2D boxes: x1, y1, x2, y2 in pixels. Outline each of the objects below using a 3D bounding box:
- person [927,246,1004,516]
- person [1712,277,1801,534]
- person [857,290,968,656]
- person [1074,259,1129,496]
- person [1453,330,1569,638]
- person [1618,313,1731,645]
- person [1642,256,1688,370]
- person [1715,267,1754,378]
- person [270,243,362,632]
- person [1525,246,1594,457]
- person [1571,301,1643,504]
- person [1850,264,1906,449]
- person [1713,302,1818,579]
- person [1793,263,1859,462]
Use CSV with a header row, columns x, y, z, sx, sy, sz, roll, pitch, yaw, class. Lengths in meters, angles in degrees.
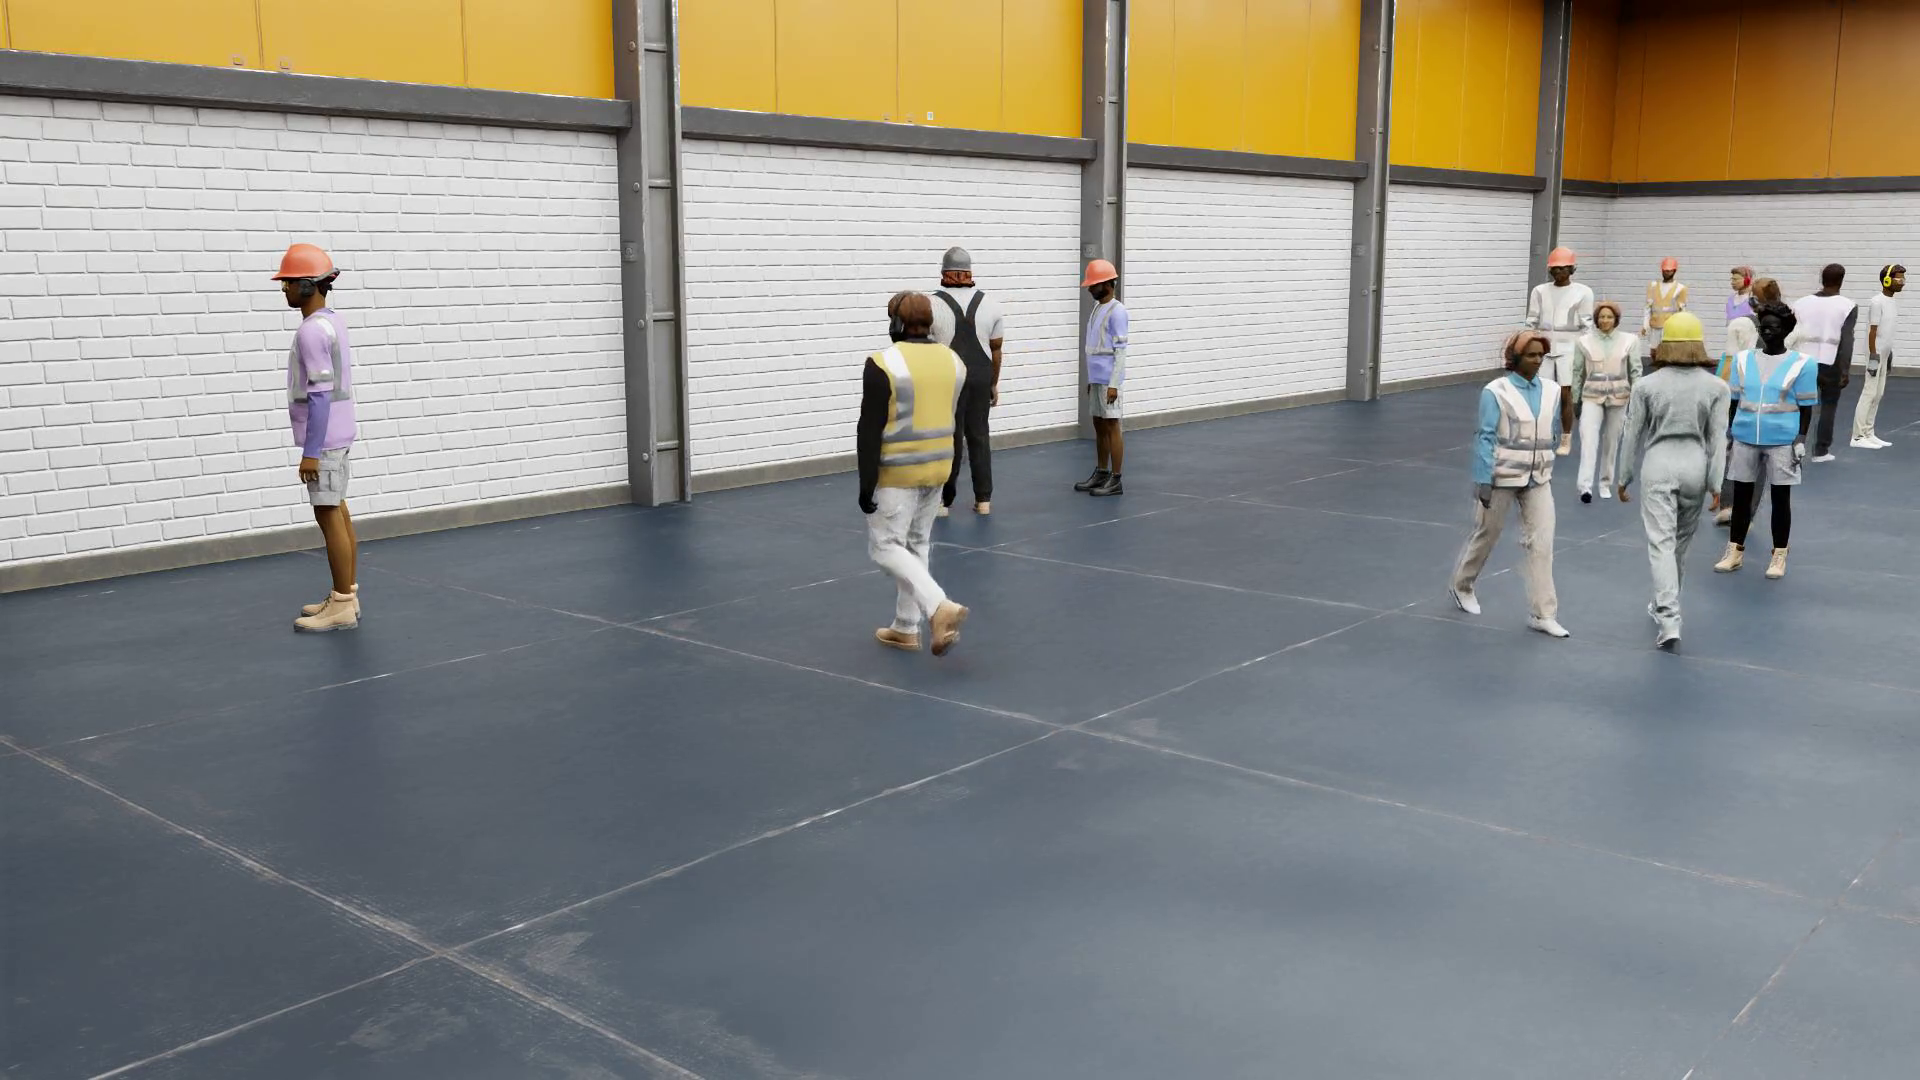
x,y,z,sx,sy,sz,roll,pitch,yaw,class
-0.033,-1.206,12.650,0.688,2.000,0.536,-3,10,-18,person
5.664,-0.961,11.879,0.555,1.816,0.528,2,10,9,person
-0.209,-0.311,8.174,0.636,1.819,0.675,-9,14,-43,person
1.165,-1.322,13.629,0.368,1.929,0.542,-3,10,-18,person
2.957,-0.332,8.925,0.530,1.599,0.850,-3,10,-17,person
3.696,-0.324,8.625,0.499,1.694,0.947,2,10,13,person
9.980,-3.051,23.523,0.549,1.920,0.816,8,13,40,person
8.770,-2.177,18.865,0.939,1.802,0.572,-3,10,-15,person
-3.405,-0.536,8.825,0.376,2.044,0.607,-2,10,-12,person
5.821,-1.834,16.227,0.619,2.042,0.399,9,14,42,person
5.133,-1.085,13.228,0.523,1.596,0.824,3,10,16,person
9.337,-1.851,16.871,0.506,1.855,0.329,-9,14,-43,person
4.961,-0.612,10.244,0.535,1.697,0.318,9,14,43,person
8.018,-1.639,15.589,0.846,1.878,0.624,-8,13,-40,person
